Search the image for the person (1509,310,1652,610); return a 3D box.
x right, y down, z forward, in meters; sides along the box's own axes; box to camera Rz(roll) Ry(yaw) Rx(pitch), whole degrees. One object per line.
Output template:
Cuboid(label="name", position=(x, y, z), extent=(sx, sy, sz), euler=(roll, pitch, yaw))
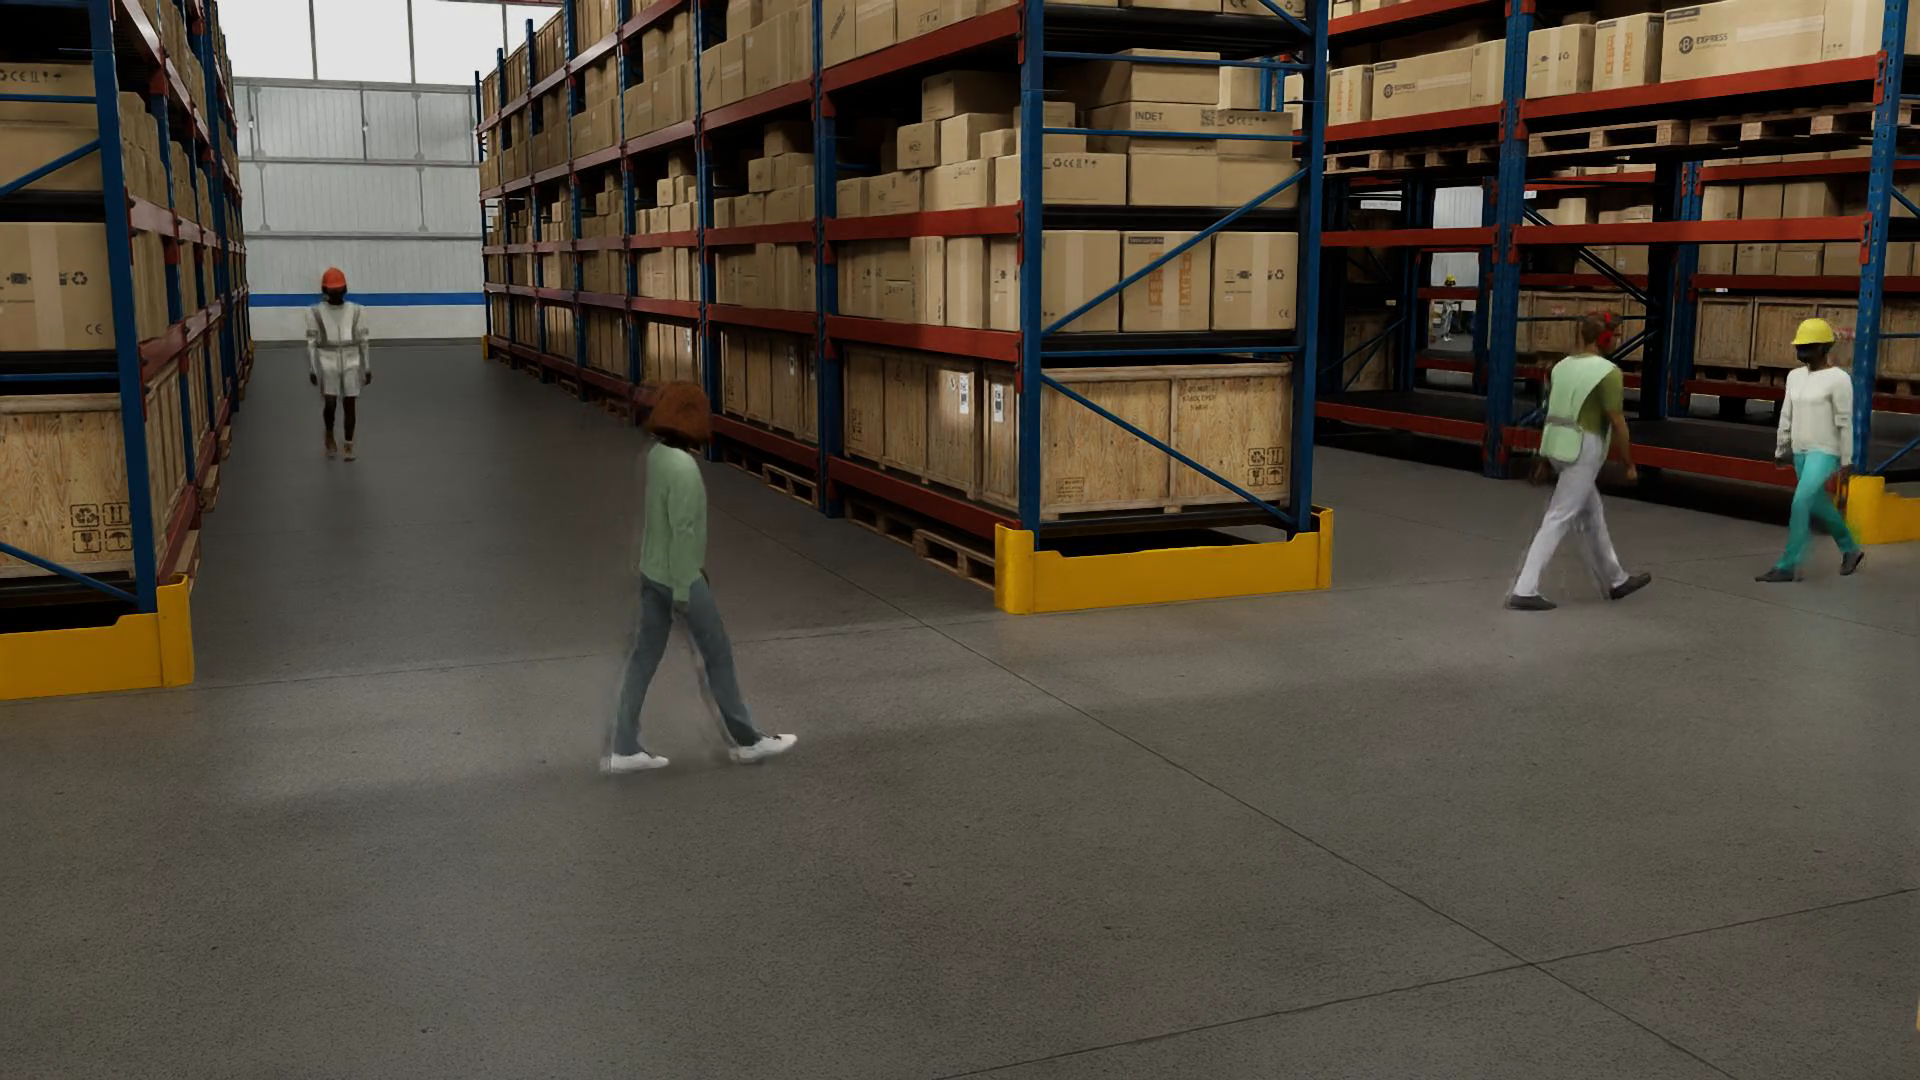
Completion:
Cuboid(label="person", position=(3.749, -0.464, 9.913), extent=(1.011, 1.782, 0.557), euler=(-2, 10, -9))

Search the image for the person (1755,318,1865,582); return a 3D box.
Cuboid(label="person", position=(5.635, -0.586, 10.854), extent=(0.848, 1.725, 0.548), euler=(-2, 10, -10))

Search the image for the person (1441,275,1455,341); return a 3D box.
Cuboid(label="person", position=(12.888, -6.105, 43.833), extent=(0.294, 1.744, 0.485), euler=(7, 12, 37))

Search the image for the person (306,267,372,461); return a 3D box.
Cuboid(label="person", position=(-6.447, -1.814, 17.308), extent=(0.607, 2.026, 0.446), euler=(-5, 11, -27))

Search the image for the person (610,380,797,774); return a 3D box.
Cuboid(label="person", position=(-1.070, 0.154, 6.772), extent=(0.825, 1.597, 0.515), euler=(-5, 11, -29))

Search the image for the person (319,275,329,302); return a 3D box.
Cuboid(label="person", position=(-13.934, -4.962, 36.717), extent=(0.404, 1.833, 0.589), euler=(-5, 11, -27))

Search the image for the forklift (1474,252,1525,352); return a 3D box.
Cuboid(label="forklift", position=(11.014, -4.714, 32.099), extent=(1.129, 2.768, 1.873), euler=(-6, 11, -31))
